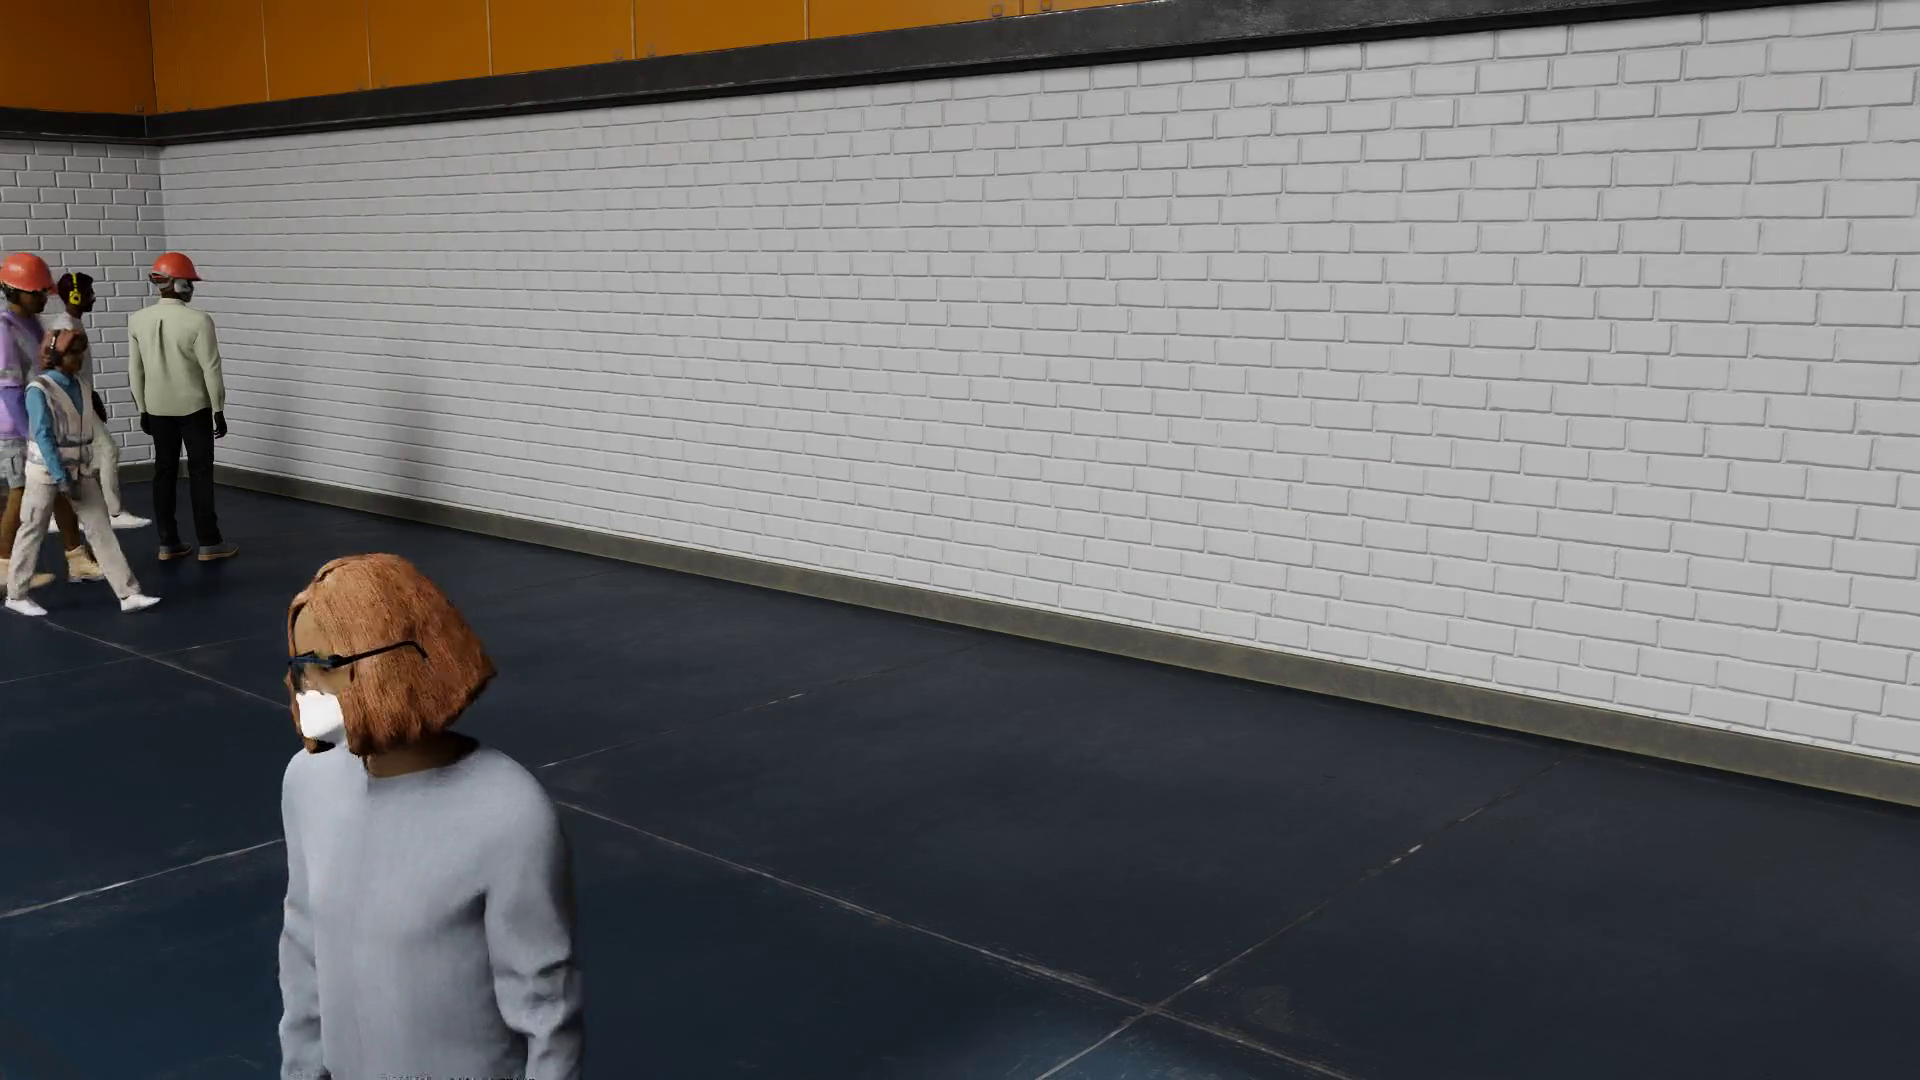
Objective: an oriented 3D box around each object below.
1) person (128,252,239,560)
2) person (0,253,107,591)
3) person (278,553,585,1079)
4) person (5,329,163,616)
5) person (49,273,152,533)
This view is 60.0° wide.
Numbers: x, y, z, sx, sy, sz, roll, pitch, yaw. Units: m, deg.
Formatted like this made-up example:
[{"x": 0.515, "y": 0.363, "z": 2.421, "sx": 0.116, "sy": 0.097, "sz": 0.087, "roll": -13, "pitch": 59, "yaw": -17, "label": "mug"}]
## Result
[{"x": -5.049, "y": -0.858, "z": 10.799, "sx": 0.624, "sy": 1.990, "sz": 0.388, "roll": 2, "pitch": 10, "yaw": 9, "label": "person"}, {"x": -5.370, "y": -0.670, "z": 9.739, "sx": 0.774, "sy": 1.989, "sz": 0.713, "roll": -2, "pitch": 10, "yaw": -10, "label": "person"}, {"x": -0.726, "y": 0.824, "z": 2.275, "sx": 0.520, "sy": 1.626, "sz": 0.304, "roll": 5, "pitch": 11, "yaw": 28, "label": "person"}, {"x": -4.893, "y": -0.354, "z": 9.092, "sx": 0.888, "sy": 1.587, "sz": 0.498, "roll": 2, "pitch": 10, "yaw": 10, "label": "person"}, {"x": -6.214, "y": -0.976, "z": 11.914, "sx": 0.781, "sy": 1.834, "sz": 0.524, "roll": -7, "pitch": 12, "yaw": -35, "label": "person"}]
